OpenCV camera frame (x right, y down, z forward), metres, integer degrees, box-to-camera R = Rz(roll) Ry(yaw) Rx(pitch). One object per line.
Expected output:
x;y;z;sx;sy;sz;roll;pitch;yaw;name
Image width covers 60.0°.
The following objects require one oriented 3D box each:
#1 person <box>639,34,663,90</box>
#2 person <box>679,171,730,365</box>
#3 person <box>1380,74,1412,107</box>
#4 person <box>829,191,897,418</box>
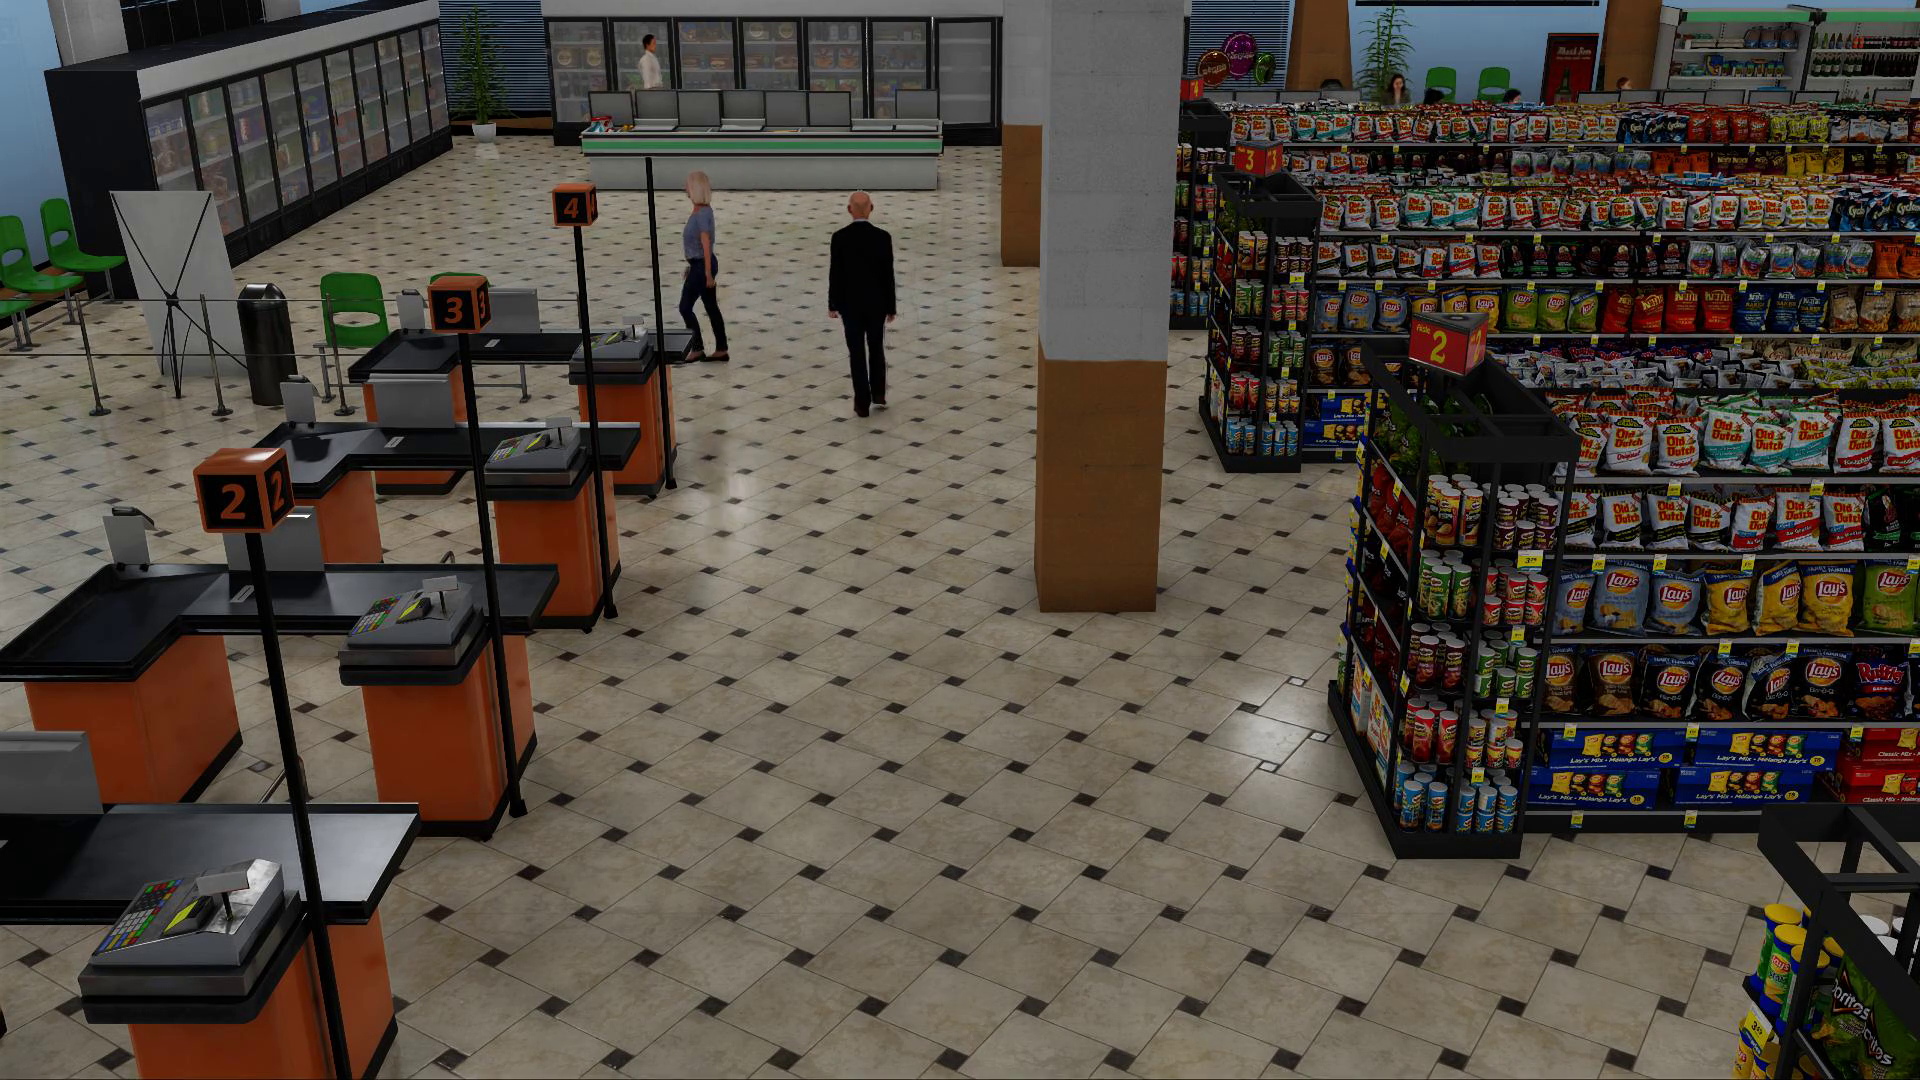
-4.847;-6.918;25.857;1.062;1.790;0.656;0;22;0;person
-2.188;-2.394;14.708;0.667;1.707;0.593;-1;22;-2;person
6.225;-5.945;23.908;0.936;1.438;0.694;-1;22;-2;person
-0.764;-1.847;13.238;0.626;1.788;0.784;-4;22;-11;person
